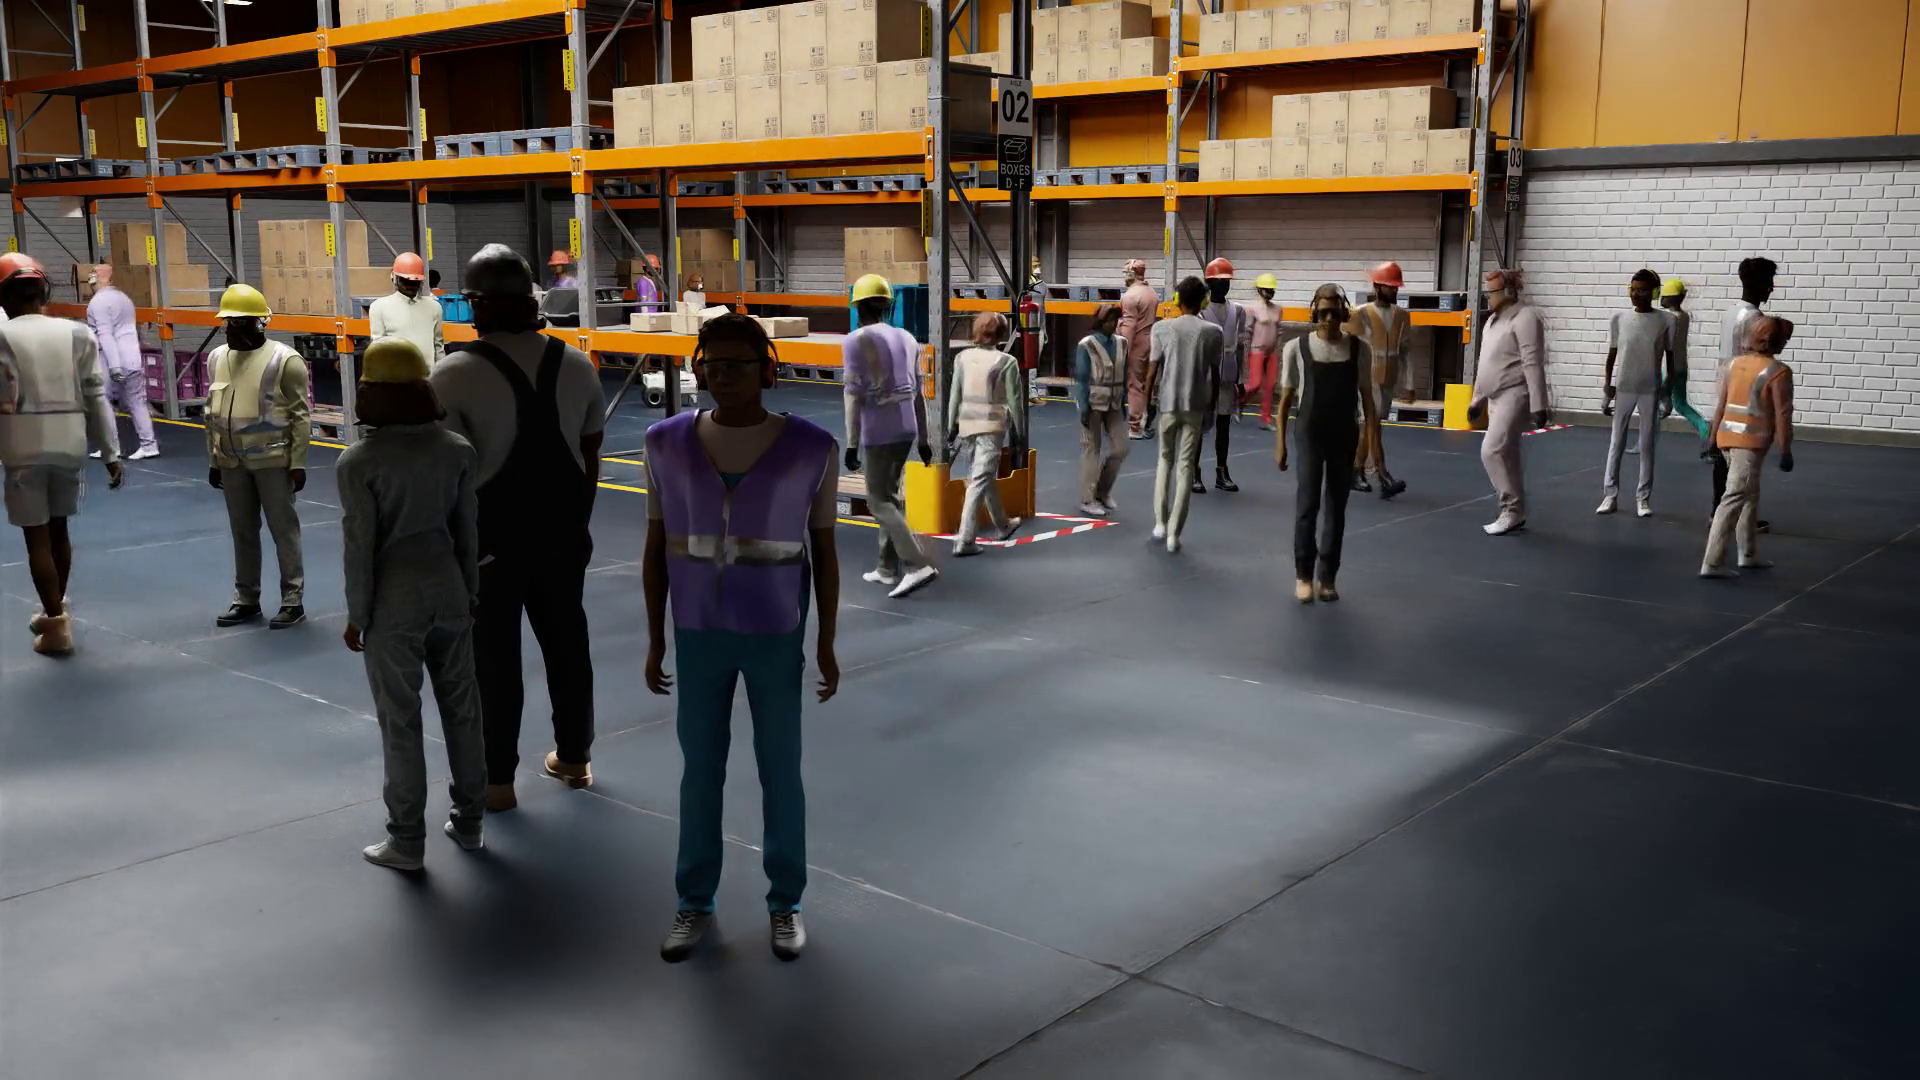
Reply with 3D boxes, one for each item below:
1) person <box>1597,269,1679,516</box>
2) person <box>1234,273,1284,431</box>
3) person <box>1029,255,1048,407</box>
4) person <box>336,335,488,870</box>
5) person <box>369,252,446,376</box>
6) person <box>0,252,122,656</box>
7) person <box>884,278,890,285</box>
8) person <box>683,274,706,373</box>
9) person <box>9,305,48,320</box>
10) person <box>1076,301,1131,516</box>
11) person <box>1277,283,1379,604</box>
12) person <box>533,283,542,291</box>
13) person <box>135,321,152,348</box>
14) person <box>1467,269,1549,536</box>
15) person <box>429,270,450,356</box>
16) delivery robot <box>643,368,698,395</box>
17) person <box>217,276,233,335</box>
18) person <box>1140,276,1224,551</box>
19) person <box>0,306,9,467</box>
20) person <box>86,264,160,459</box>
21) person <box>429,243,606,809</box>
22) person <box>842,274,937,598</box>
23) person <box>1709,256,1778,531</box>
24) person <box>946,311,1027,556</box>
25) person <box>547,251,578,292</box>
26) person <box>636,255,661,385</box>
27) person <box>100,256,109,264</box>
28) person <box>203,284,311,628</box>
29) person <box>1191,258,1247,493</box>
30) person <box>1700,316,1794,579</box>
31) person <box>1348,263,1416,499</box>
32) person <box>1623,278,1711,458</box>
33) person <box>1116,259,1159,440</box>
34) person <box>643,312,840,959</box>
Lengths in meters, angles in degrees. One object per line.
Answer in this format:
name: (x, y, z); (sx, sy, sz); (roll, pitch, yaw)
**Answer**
person: (5.135, -1.107, 12.592); (0.512, 1.864, 0.330); (5, 11, 27)
person: (3.341, -2.083, 18.477); (0.528, 1.756, 0.483); (-6, 12, -30)
person: (0.901, -2.673, 21.292); (0.373, 1.940, 0.628); (9, 13, 41)
person: (-1.798, 0.206, 5.457); (0.295, 1.745, 0.486); (8, 13, 40)
person: (-4.292, -1.244, 13.019); (0.608, 1.986, 0.389); (-9, 14, -42)
person: (-4.689, -0.443, 8.405); (0.787, 1.997, 0.664); (8, 13, 39)
person: (-1.021, -2.662, 22.097); (0.277, 1.633, 0.507); (8, 13, 37)
person: (-4.109, -3.320, 25.870); (0.277, 1.628, 0.500); (7, 12, 34)
person: (-11.141, -2.384, 19.954); (0.429, 1.836, 0.626); (1, 10, 6)
person: (1.081, -0.990, 12.599); (0.546, 1.625, 0.360); (-8, 13, -37)
person: (2.091, -0.536, 9.435); (0.533, 1.824, 0.551); (0, 10, 2)
person: (-6.294, -3.100, 24.013); (0.404, 1.837, 0.594); (7, 12, 33)
person: (-12.419, -3.347, 24.967); (0.377, 1.995, 0.608); (7, 12, 33)
person: (3.853, -0.974, 11.813); (0.519, 1.882, 0.653); (0, 10, -1)
person: (-7.914, -3.227, 25.128); (0.316, 1.697, 0.540); (4, 11, 21)
delivery robot: (-3.681, -2.016, 21.221); (0.707, 0.478, 0.477); (-2, 10, -14)
person: (-11.300, -3.312, 25.881); (0.537, 1.597, 0.802); (0, 10, -1)
person: (1.514, -0.871, 11.327); (0.529, 1.829, 0.777); (2, 10, 13)
person: (-9.010, -1.629, 15.505); (0.355, 1.883, 0.573); (1, 10, 7)
person: (-8.045, -1.685, 15.883); (0.716, 1.865, 0.663); (1, 10, 6)
person: (-1.658, -0.053, 6.085); (0.673, 2.000, 0.535); (-10, 14, -44)
person: (-0.391, -0.621, 9.806); (0.761, 1.881, 0.617); (8, 13, 40)
person: (5.660, -1.054, 11.993); (0.367, 1.966, 0.605); (1, 10, 5)
person: (0.224, -0.719, 11.100); (0.542, 1.592, 0.853); (8, 13, 39)
person: (-5.475, -2.982, 22.952); (0.622, 1.986, 1.099); (9, 14, 43)
person: (-4.607, -3.268, 24.723); (0.409, 1.927, 0.547); (1, 10, 5)
person: (-11.933, -3.039, 23.424); (0.468, 1.913, 0.689); (0, 10, 2)
person: (-3.762, -0.440, 8.875); (0.600, 1.831, 0.404); (2, 10, 12)
person: (2.123, -1.360, 13.807); (0.545, 1.942, 0.352); (-3, 10, -15)
person: (4.877, -0.558, 10.185); (0.708, 1.603, 0.520); (-2, 10, -11)
person: (3.455, -1.287, 13.508); (0.561, 1.890, 0.994); (-3, 11, -19)
person: (6.943, -1.659, 16.094); (0.525, 1.734, 0.809); (-9, 13, -42)
person: (1.852, -2.018, 17.652); (0.402, 1.906, 0.651); (6, 12, 30)
person: (-0.620, 0.275, 4.766); (0.563, 1.847, 0.393); (0, 10, 3)
